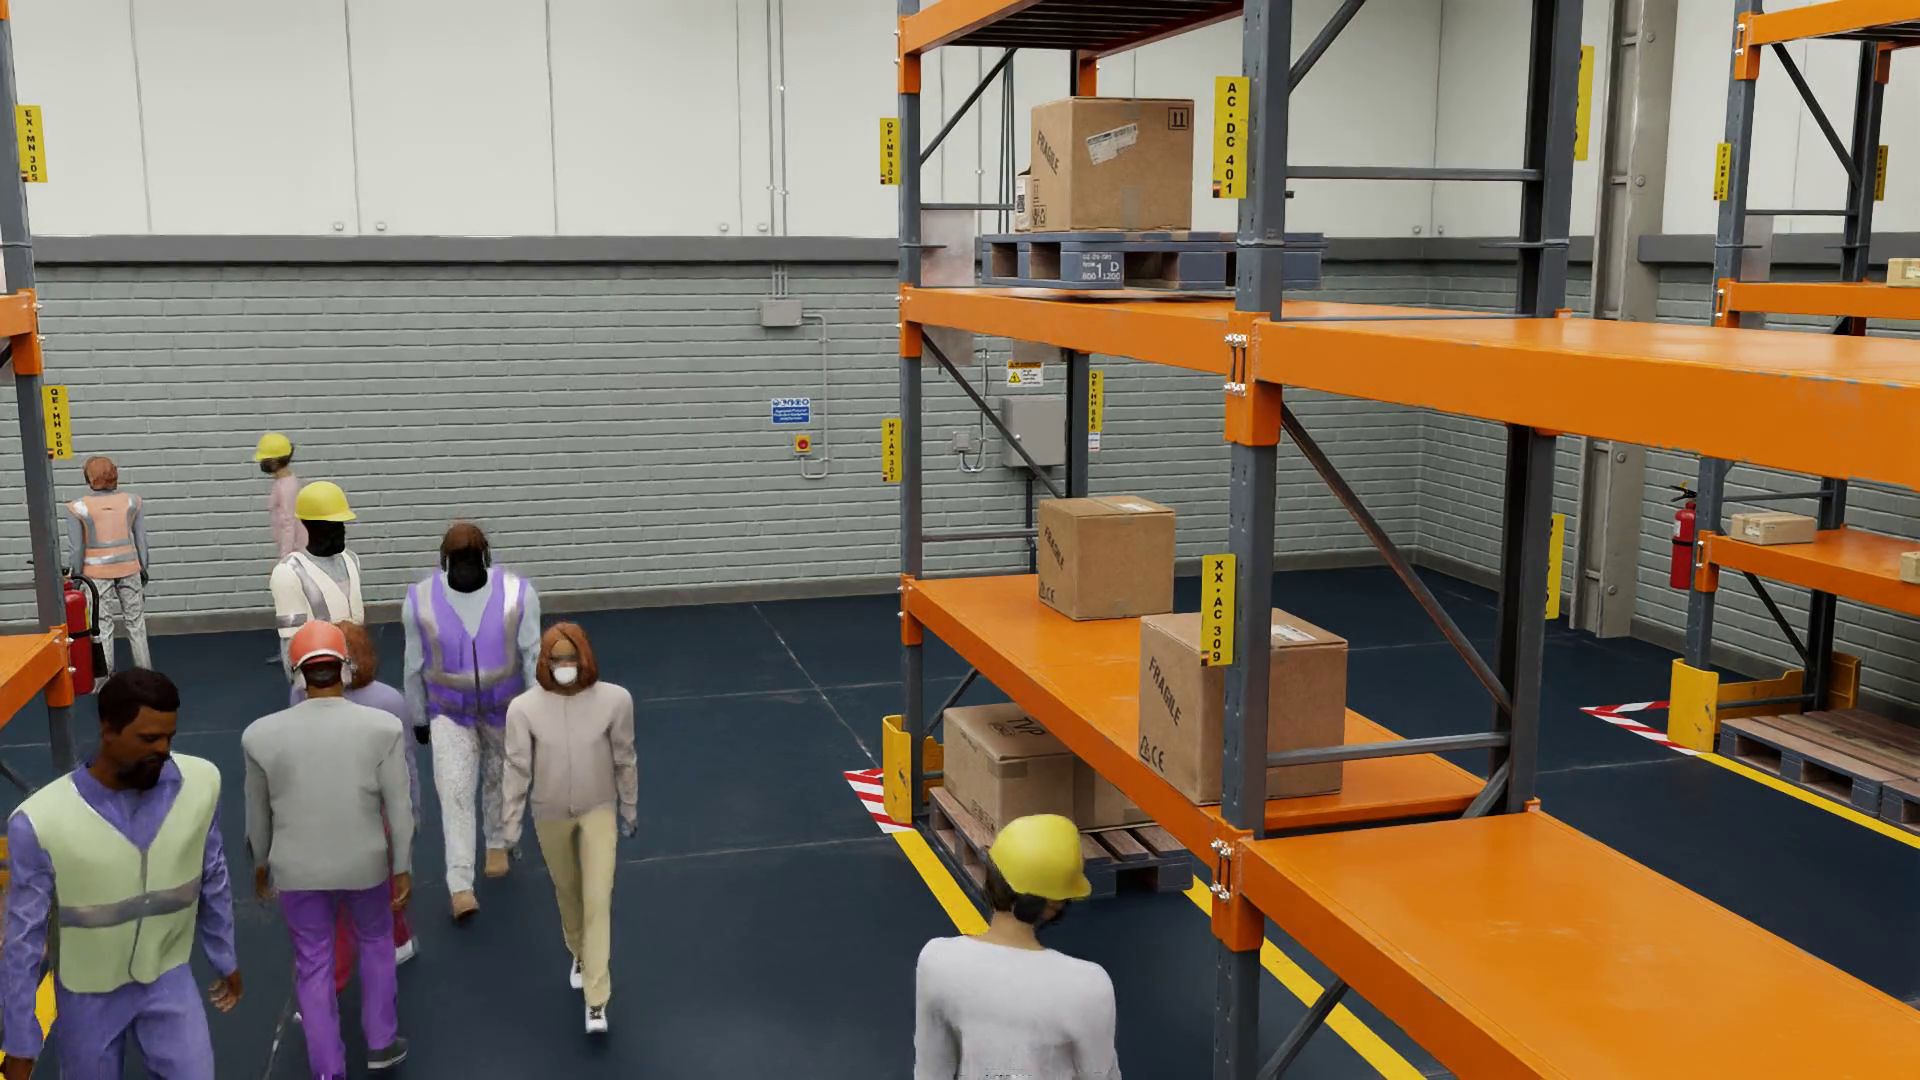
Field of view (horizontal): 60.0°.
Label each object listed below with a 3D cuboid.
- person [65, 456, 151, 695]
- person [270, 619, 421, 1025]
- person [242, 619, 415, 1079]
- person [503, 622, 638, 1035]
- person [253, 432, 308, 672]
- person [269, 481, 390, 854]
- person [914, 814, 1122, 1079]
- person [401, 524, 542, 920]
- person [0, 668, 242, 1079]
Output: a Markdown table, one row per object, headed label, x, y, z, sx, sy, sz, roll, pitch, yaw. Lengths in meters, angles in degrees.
| label | x | y | z | sx | sy | sz | roll | pitch | yaw |
| --- | --- | --- | --- | --- | --- | --- | --- | --- | --- |
| person | -5.774 | 0.245 | 11.315 | 0.307 | 1.641 | 0.513 | 10 | 14 | 44 |
| person | -2.446 | 1.094 | 6.631 | 0.515 | 1.578 | 0.886 | 3 | 10 | 16 |
| person | -2.259 | 1.135 | 5.983 | 0.576 | 1.721 | 0.587 | -3 | 10 | -18 |
| person | -1.531 | 1.106 | 6.551 | 0.518 | 1.579 | 0.867 | -2 | 10 | -10 |
| person | -4.820 | 0.087 | 11.912 | 0.355 | 1.752 | 0.575 | -4 | 11 | -21 |
| person | -3.057 | 0.670 | 8.079 | 0.363 | 1.928 | 0.587 | 2 | 10 | 12 |
| person | 0.123 | 1.485 | 3.971 | 0.531 | 1.751 | 0.548 | 6 | 11 | 29 |
| person | -2.251 | 0.803 | 7.739 | 0.627 | 1.788 | 0.972 | -3 | 10 | -18 |
| person | -2.368 | 1.282 | 4.714 | 0.584 | 1.877 | 0.713 | 8 | 13 | 38 |
